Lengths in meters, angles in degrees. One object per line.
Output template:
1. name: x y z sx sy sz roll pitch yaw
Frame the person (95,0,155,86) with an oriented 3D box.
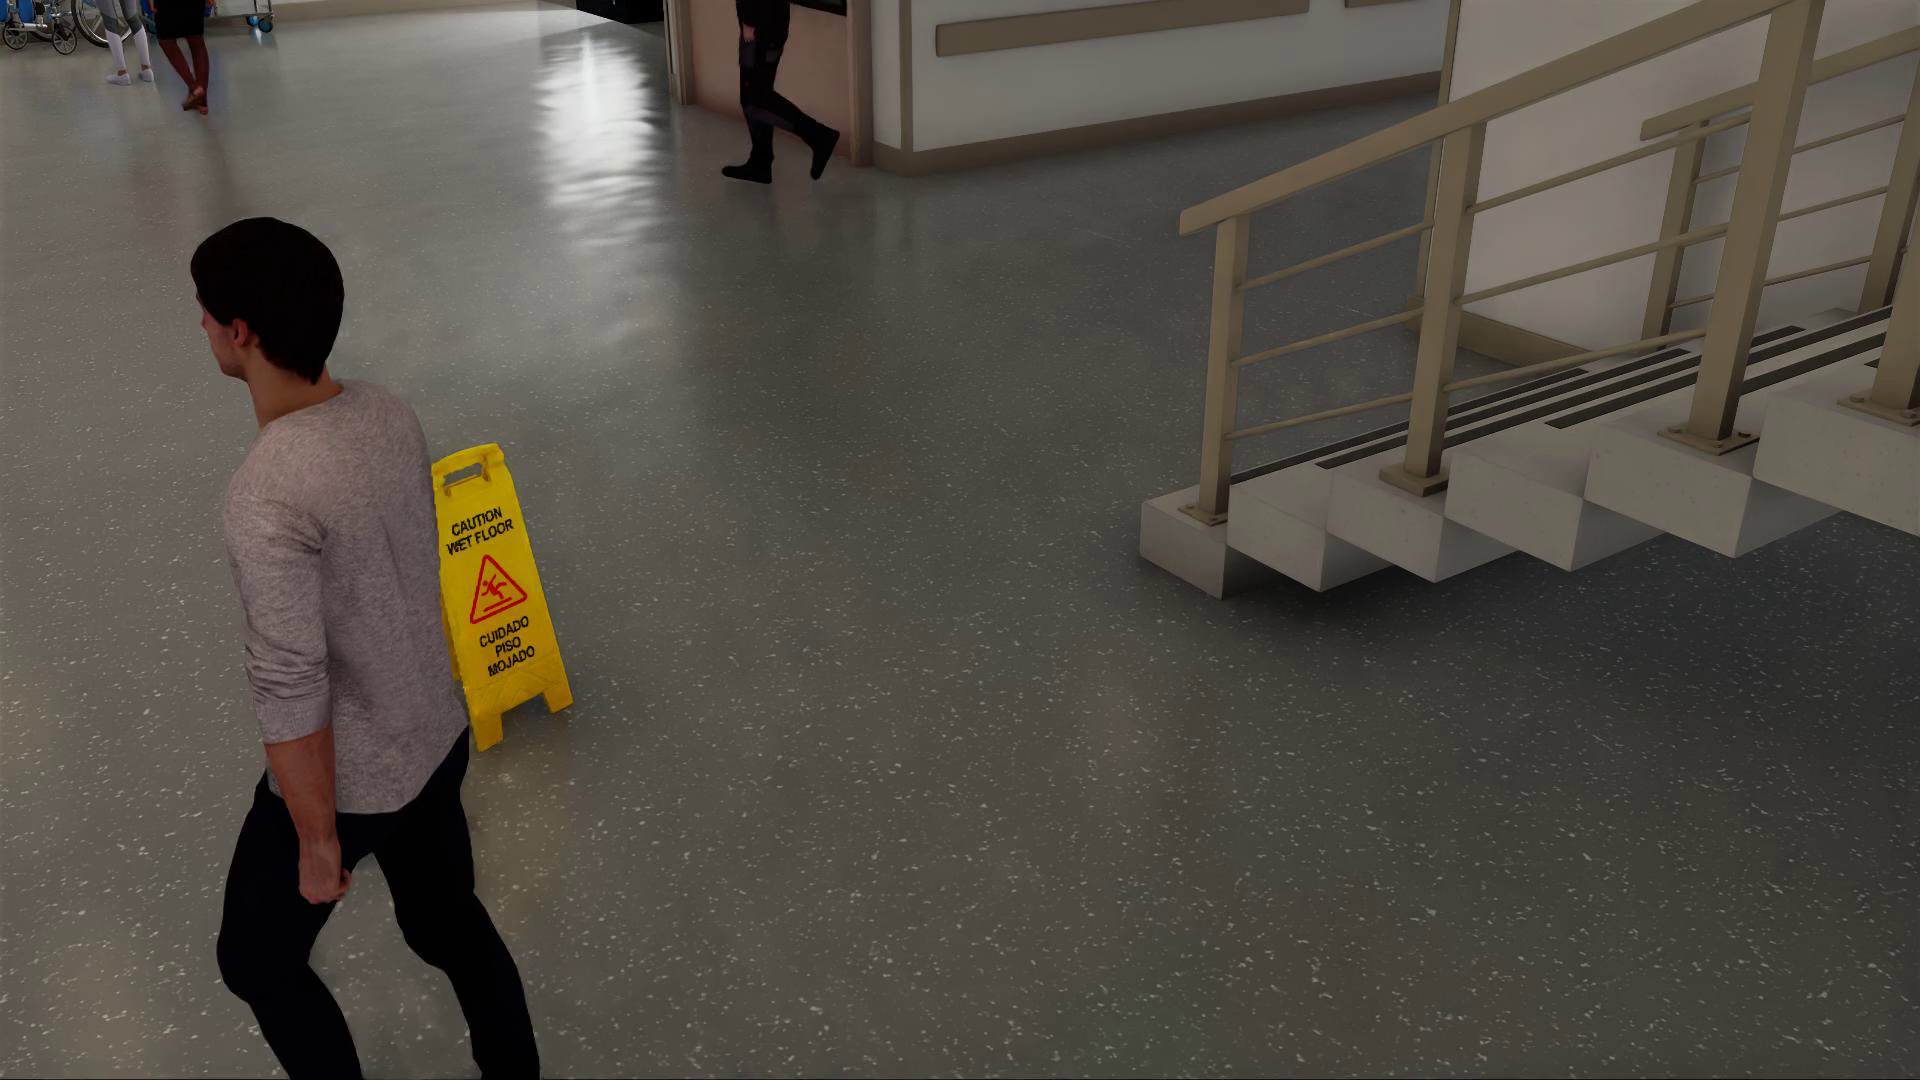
1. person: -6.595 -4.422 12.886 0.615 1.707 0.612 20 32 36

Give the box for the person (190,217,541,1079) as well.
1. person: -0.915 0.379 2.791 0.964 1.827 0.905 5 26 9

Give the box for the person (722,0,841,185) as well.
1. person: -1.083 -2.994 9.711 1.114 1.891 1.069 3 26 7

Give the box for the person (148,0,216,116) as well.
1. person: -5.428 -3.811 11.614 0.678 1.711 0.868 -21 33 -37
